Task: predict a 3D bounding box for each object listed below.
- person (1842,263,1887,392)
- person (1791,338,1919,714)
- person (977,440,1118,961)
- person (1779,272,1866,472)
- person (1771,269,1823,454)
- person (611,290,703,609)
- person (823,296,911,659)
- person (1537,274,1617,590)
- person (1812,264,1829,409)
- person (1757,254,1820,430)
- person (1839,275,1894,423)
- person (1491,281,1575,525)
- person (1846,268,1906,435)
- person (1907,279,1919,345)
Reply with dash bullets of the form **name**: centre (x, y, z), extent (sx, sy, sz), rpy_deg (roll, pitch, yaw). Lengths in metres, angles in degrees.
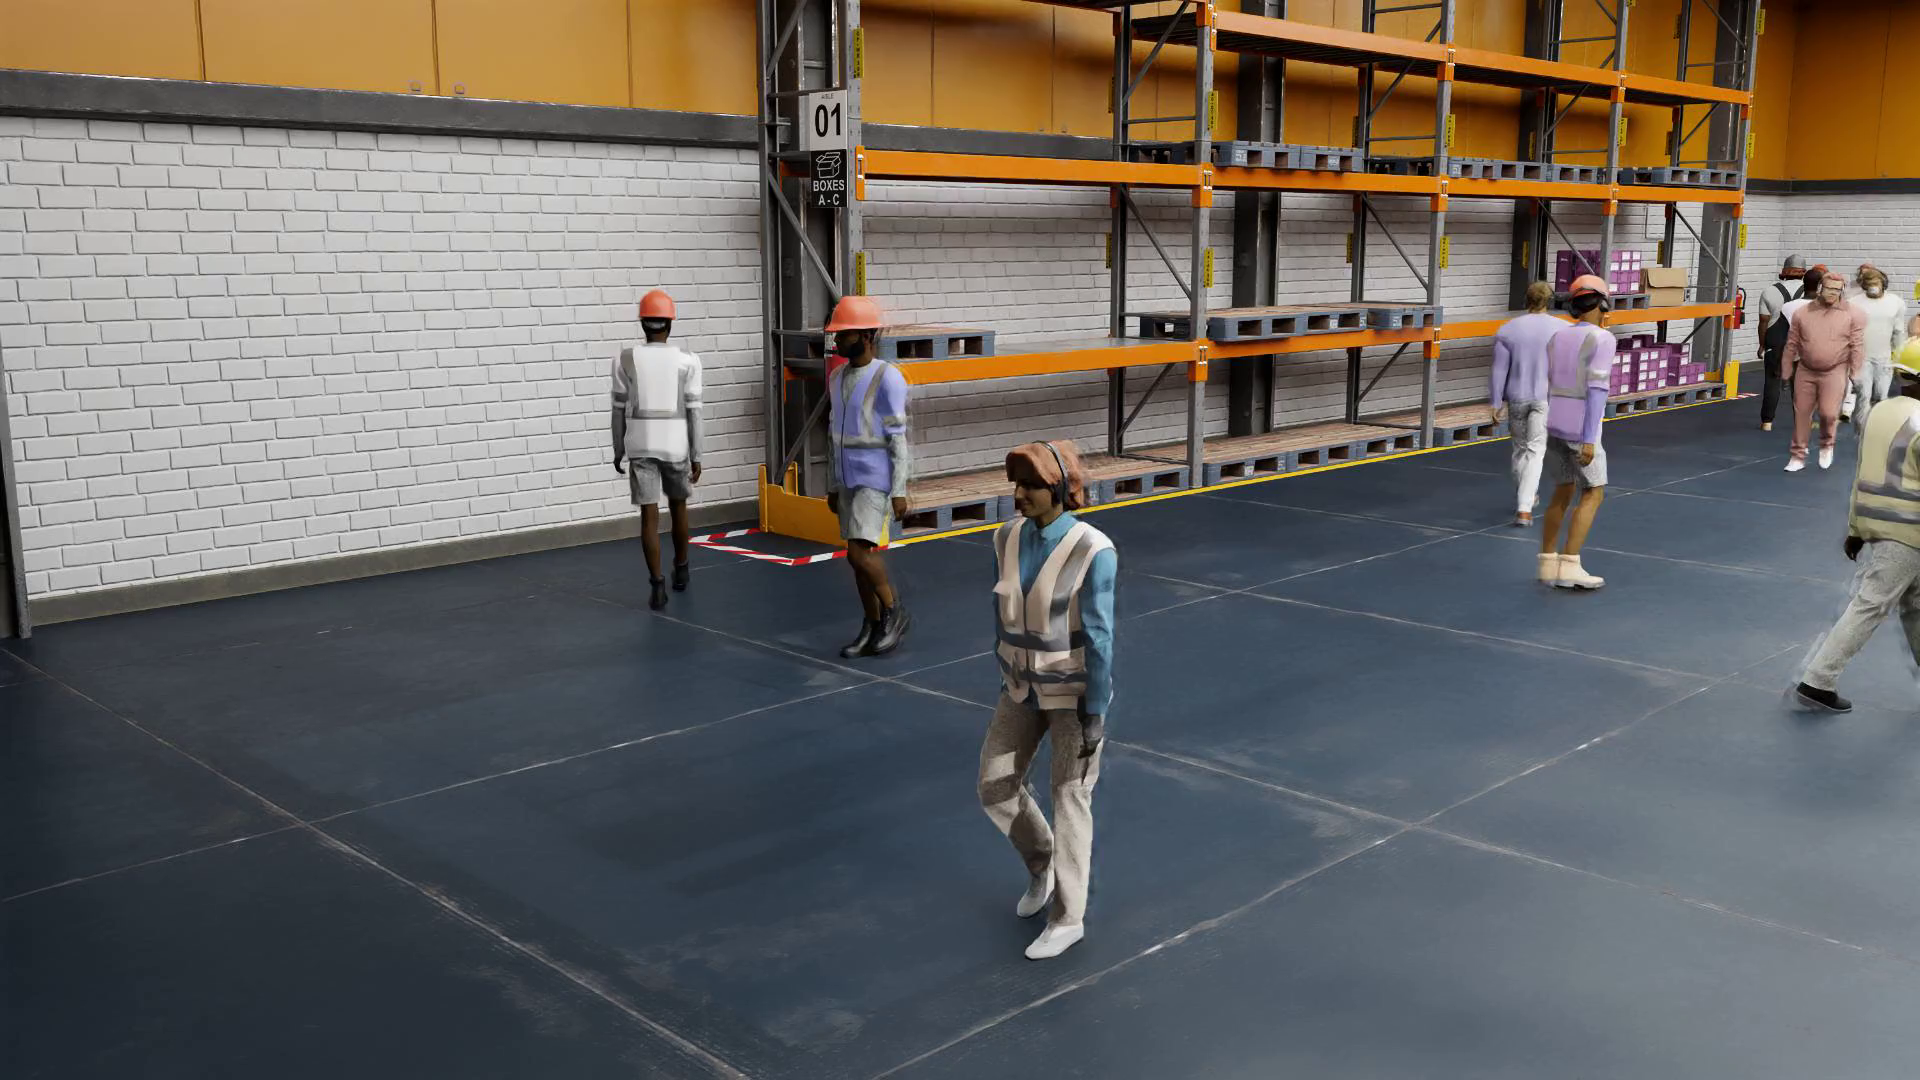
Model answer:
- **person**: centre (12.350, -2.879, 22.910), extent (0.694, 1.873, 0.767), rpy_deg (7, 13, 34)
- **person**: centre (4.378, -0.053, 7.732), extent (0.942, 1.791, 0.615), rpy_deg (1, 10, 4)
- **person**: centre (0.276, 0.498, 5.156), extent (0.528, 1.627, 0.352), rpy_deg (10, 14, 43)
- **person**: centre (8.094, -1.563, 15.663), extent (0.709, 1.893, 0.425), rpy_deg (9, 14, 40)
- **person**: centre (8.801, -1.869, 17.355), extent (0.617, 1.878, 0.938), rpy_deg (2, 11, 13)
- **person**: centre (-1.866, -0.573, 10.263), extent (0.548, 1.903, 0.892), rpy_deg (-2, 11, -12)
- **person**: centre (-0.518, -0.311, 8.741), extent (0.427, 1.926, 0.565), rpy_deg (-9, 14, -41)
- **person**: centre (3.950, -0.693, 10.644), extent (0.534, 1.994, 0.641), rpy_deg (-3, 11, -17)
- **person**: centre (10.985, -2.606, 21.431), extent (0.576, 1.866, 0.526), rpy_deg (7, 13, 35)
- **person**: centre (9.524, -2.268, 19.114), extent (0.673, 2.000, 0.535), rpy_deg (5, 12, 26)
- **person**: centre (10.840, -2.280, 19.832), extent (0.639, 1.798, 0.911), rpy_deg (7, 12, 32)
- **person**: centre (4.509, -1.079, 13.063), extent (0.636, 1.893, 1.007), rpy_deg (7, 12, 32)
- **person**: centre (9.681, -1.947, 17.738), extent (0.638, 1.904, 0.728), rpy_deg (3, 11, 14)
- **person**: centre (8.552, -1.382, 14.709), extent (0.872, 1.876, 0.615), rpy_deg (-6, 12, -31)
